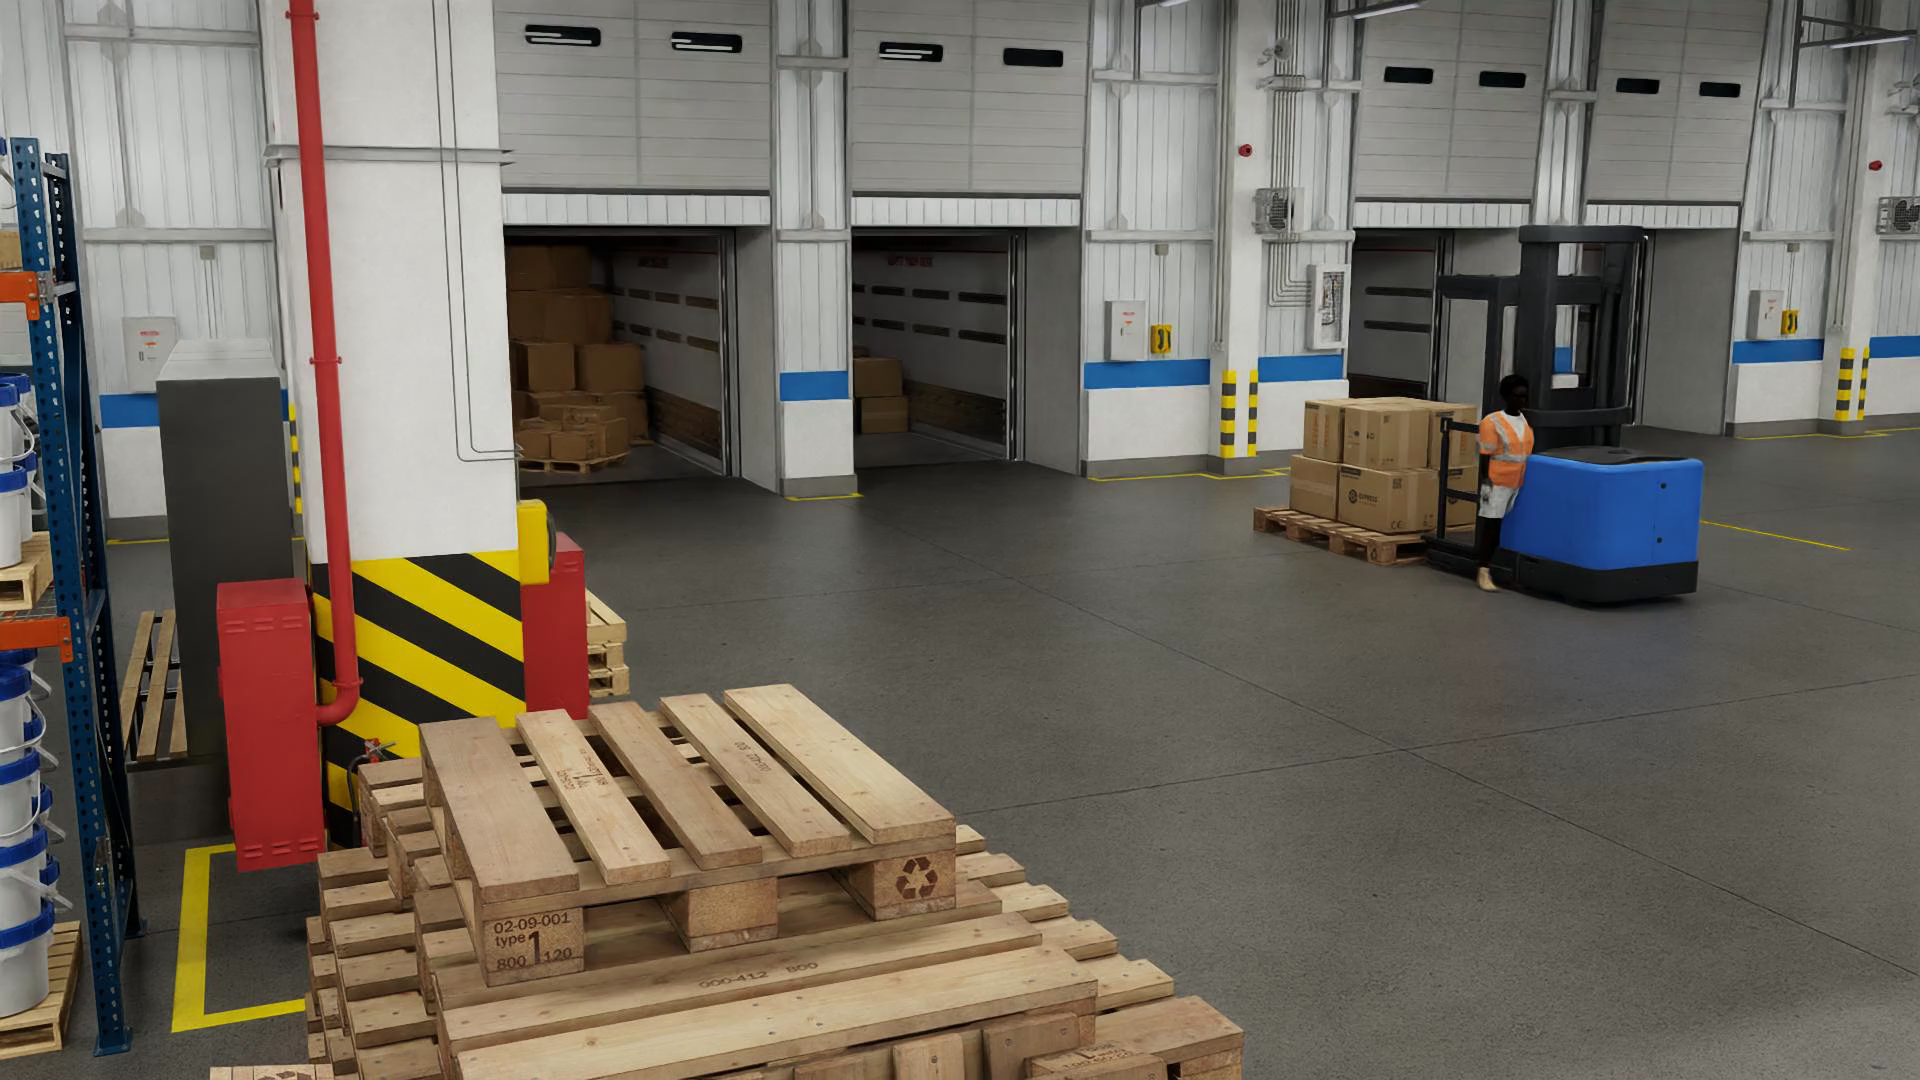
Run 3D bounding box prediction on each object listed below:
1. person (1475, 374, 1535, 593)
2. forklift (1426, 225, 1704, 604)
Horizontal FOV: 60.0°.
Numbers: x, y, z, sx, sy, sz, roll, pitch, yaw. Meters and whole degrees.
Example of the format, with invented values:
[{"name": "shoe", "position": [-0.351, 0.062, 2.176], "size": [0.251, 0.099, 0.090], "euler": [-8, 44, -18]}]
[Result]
[{"name": "person", "position": [4.237, -0.439, 12.870], "size": [0.540, 1.695, 0.317], "euler": [-4, 11, -21]}, {"name": "forklift", "position": [4.755, -1.046, 12.953], "size": [1.129, 2.768, 1.873], "euler": [-4, 11, -23]}]
